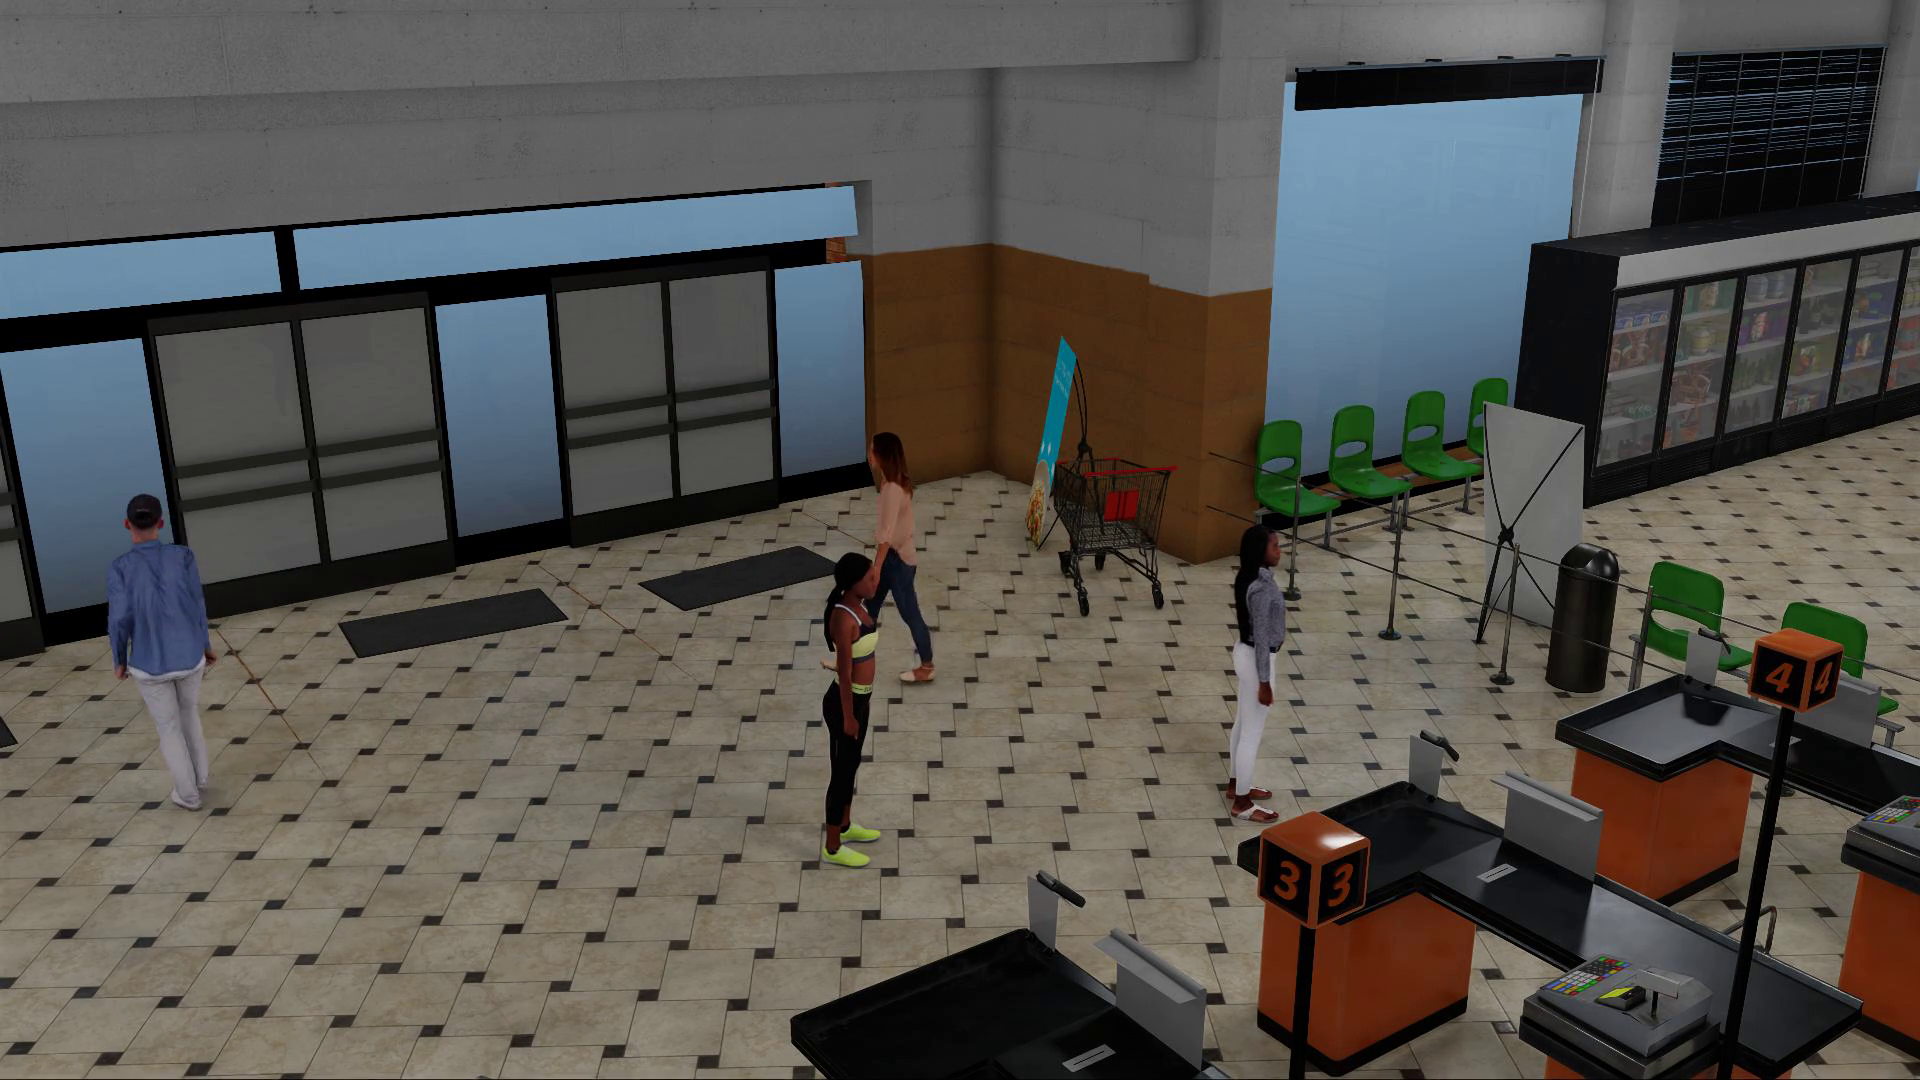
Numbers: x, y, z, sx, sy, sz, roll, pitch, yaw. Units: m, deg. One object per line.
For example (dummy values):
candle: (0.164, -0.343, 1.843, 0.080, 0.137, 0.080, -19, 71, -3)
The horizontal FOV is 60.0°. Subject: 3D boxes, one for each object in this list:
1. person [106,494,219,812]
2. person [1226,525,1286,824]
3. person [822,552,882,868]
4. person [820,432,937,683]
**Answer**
person: (-4.446, 0.683, 9.391, 0.720, 1.870, 0.703, -17, 25, -41)
person: (1.678, 0.737, 9.456, 0.734, 1.724, 0.653, 1, 19, 4)
person: (-0.612, 0.897, 8.942, 0.704, 1.750, 0.642, 3, 19, 9)
person: (-0.336, 0.158, 11.121, 0.986, 1.758, 1.056, -2, 19, -6)
